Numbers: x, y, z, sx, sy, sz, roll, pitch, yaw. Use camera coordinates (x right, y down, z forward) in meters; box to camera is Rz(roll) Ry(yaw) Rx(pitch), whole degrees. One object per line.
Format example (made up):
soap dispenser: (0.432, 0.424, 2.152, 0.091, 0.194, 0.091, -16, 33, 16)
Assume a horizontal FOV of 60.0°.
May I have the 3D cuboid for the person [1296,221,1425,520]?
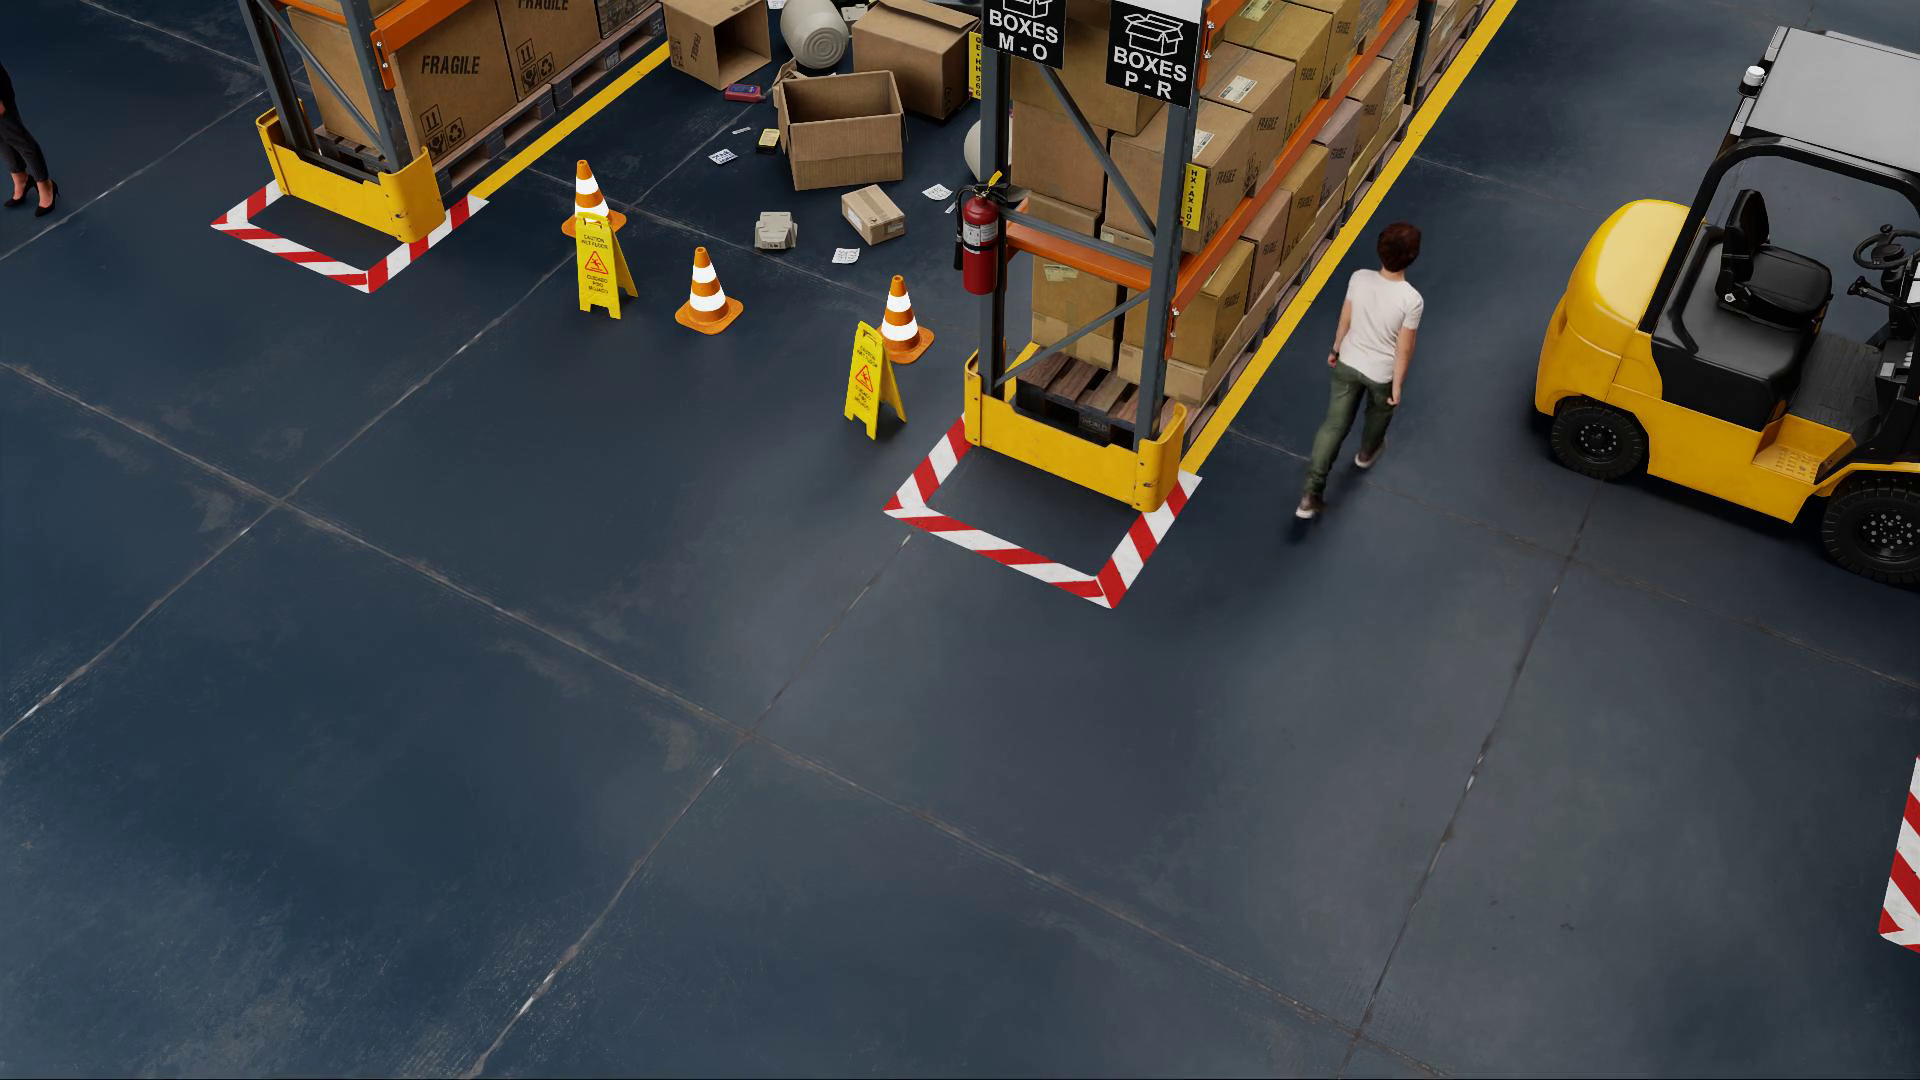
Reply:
person: (1.962, -0.787, 8.199, 0.612, 1.614, 1.137, 25, 52, 22)
